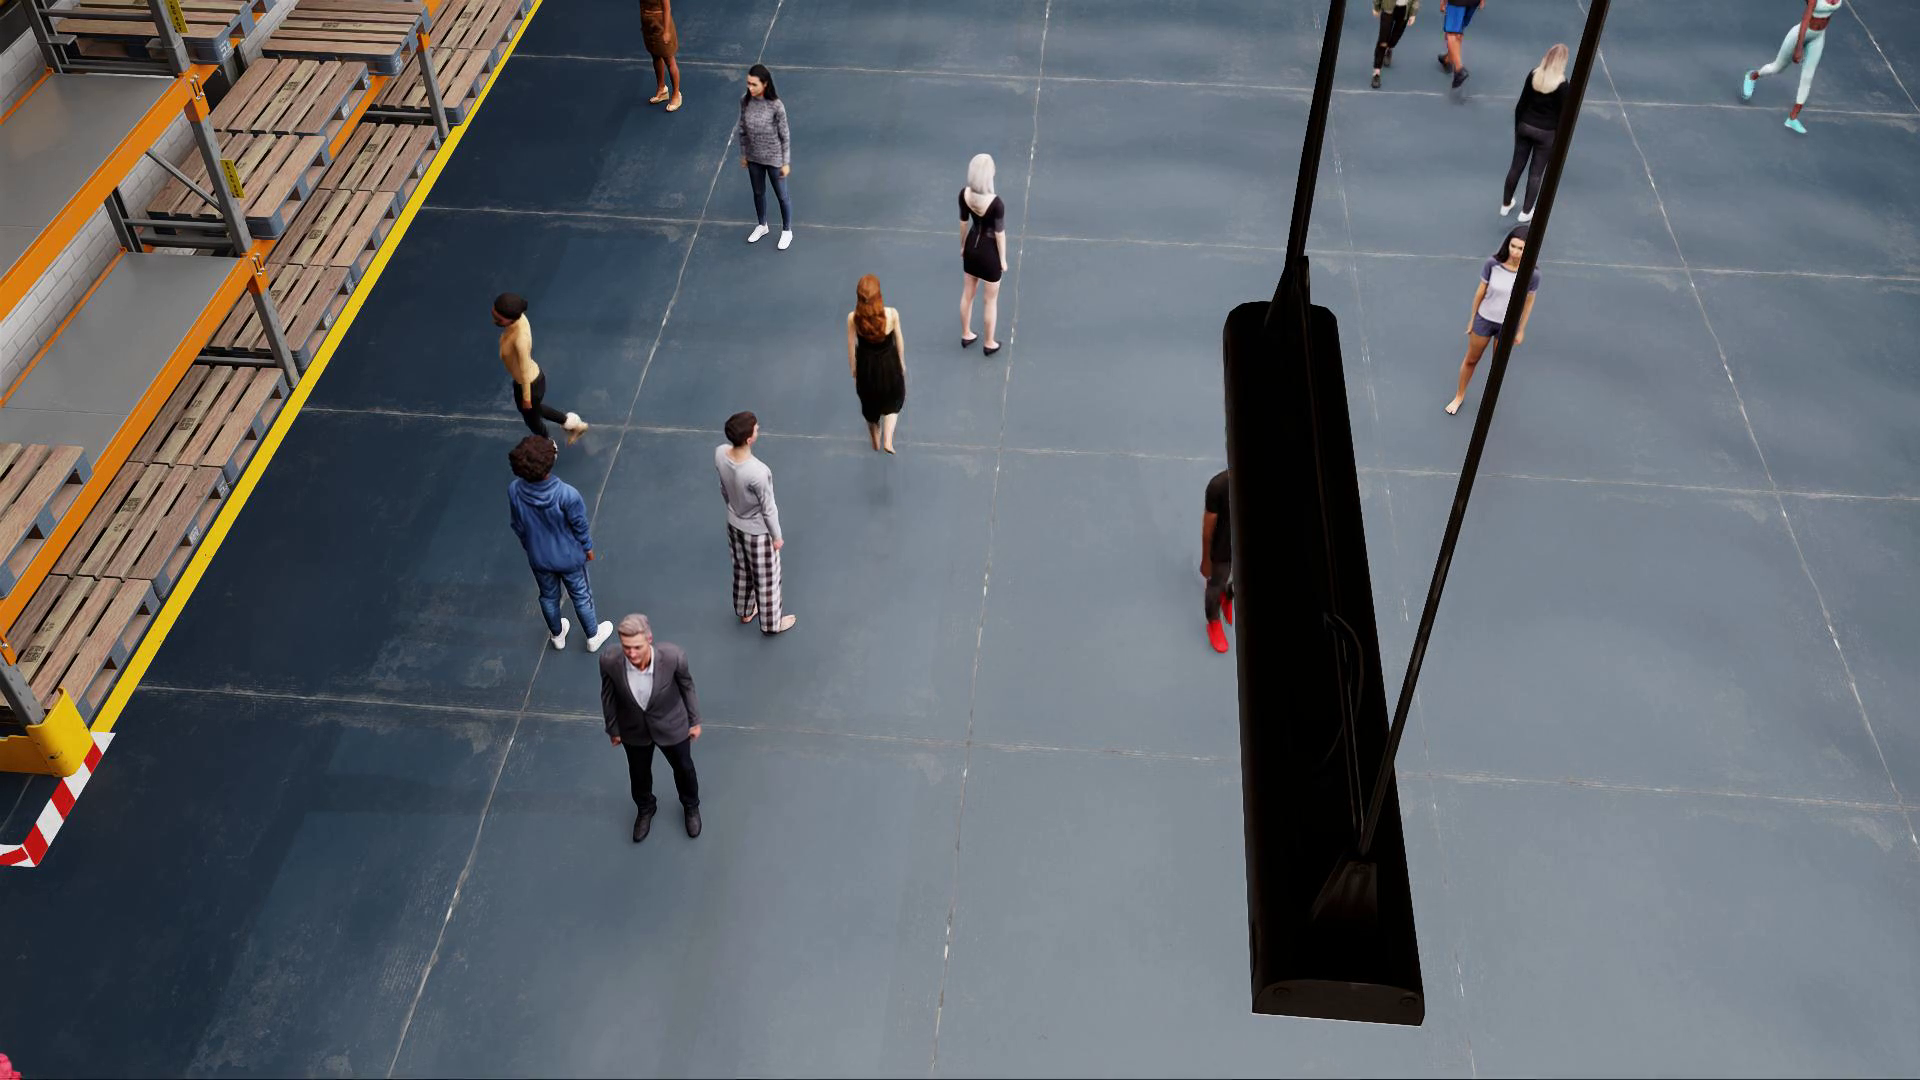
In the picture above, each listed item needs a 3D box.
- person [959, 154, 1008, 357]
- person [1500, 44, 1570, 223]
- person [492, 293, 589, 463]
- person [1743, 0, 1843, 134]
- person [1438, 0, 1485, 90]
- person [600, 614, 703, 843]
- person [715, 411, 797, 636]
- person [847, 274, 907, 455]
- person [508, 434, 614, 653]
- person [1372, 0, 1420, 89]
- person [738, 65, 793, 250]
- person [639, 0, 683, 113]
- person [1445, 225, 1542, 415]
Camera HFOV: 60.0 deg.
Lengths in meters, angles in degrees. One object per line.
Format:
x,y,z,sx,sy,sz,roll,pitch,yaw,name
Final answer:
0.173,-2.292,13.416,0.636,1.831,0.635,25,49,24,person
5.180,-3.662,14.960,0.698,1.685,0.729,32,52,29,person
-3.135,-1.184,12.396,0.820,1.634,0.832,-11,45,-11,person
8.194,-4.900,16.251,0.832,1.696,1.198,-11,45,-11,person
5.099,-5.414,16.739,0.832,1.769,1.143,-7,44,-8,person
-1.814,1.094,9.856,0.766,1.839,0.644,-4,44,-4,person
-1.393,-0.102,11.105,0.705,1.847,0.731,31,52,29,person
-0.622,-1.249,12.477,0.647,1.615,0.770,-3,44,-3,person
-2.670,0.045,10.978,0.671,1.811,0.562,5,44,5,person
4.451,-5.426,16.988,0.577,1.441,0.962,4,44,4,person
-1.699,-3.380,14.630,0.678,1.731,0.627,16,46,16,person
-2.980,-5.065,16.430,0.639,1.690,0.677,32,52,29,person
4.158,-1.683,12.848,0.649,1.733,0.630,18,47,18,person
